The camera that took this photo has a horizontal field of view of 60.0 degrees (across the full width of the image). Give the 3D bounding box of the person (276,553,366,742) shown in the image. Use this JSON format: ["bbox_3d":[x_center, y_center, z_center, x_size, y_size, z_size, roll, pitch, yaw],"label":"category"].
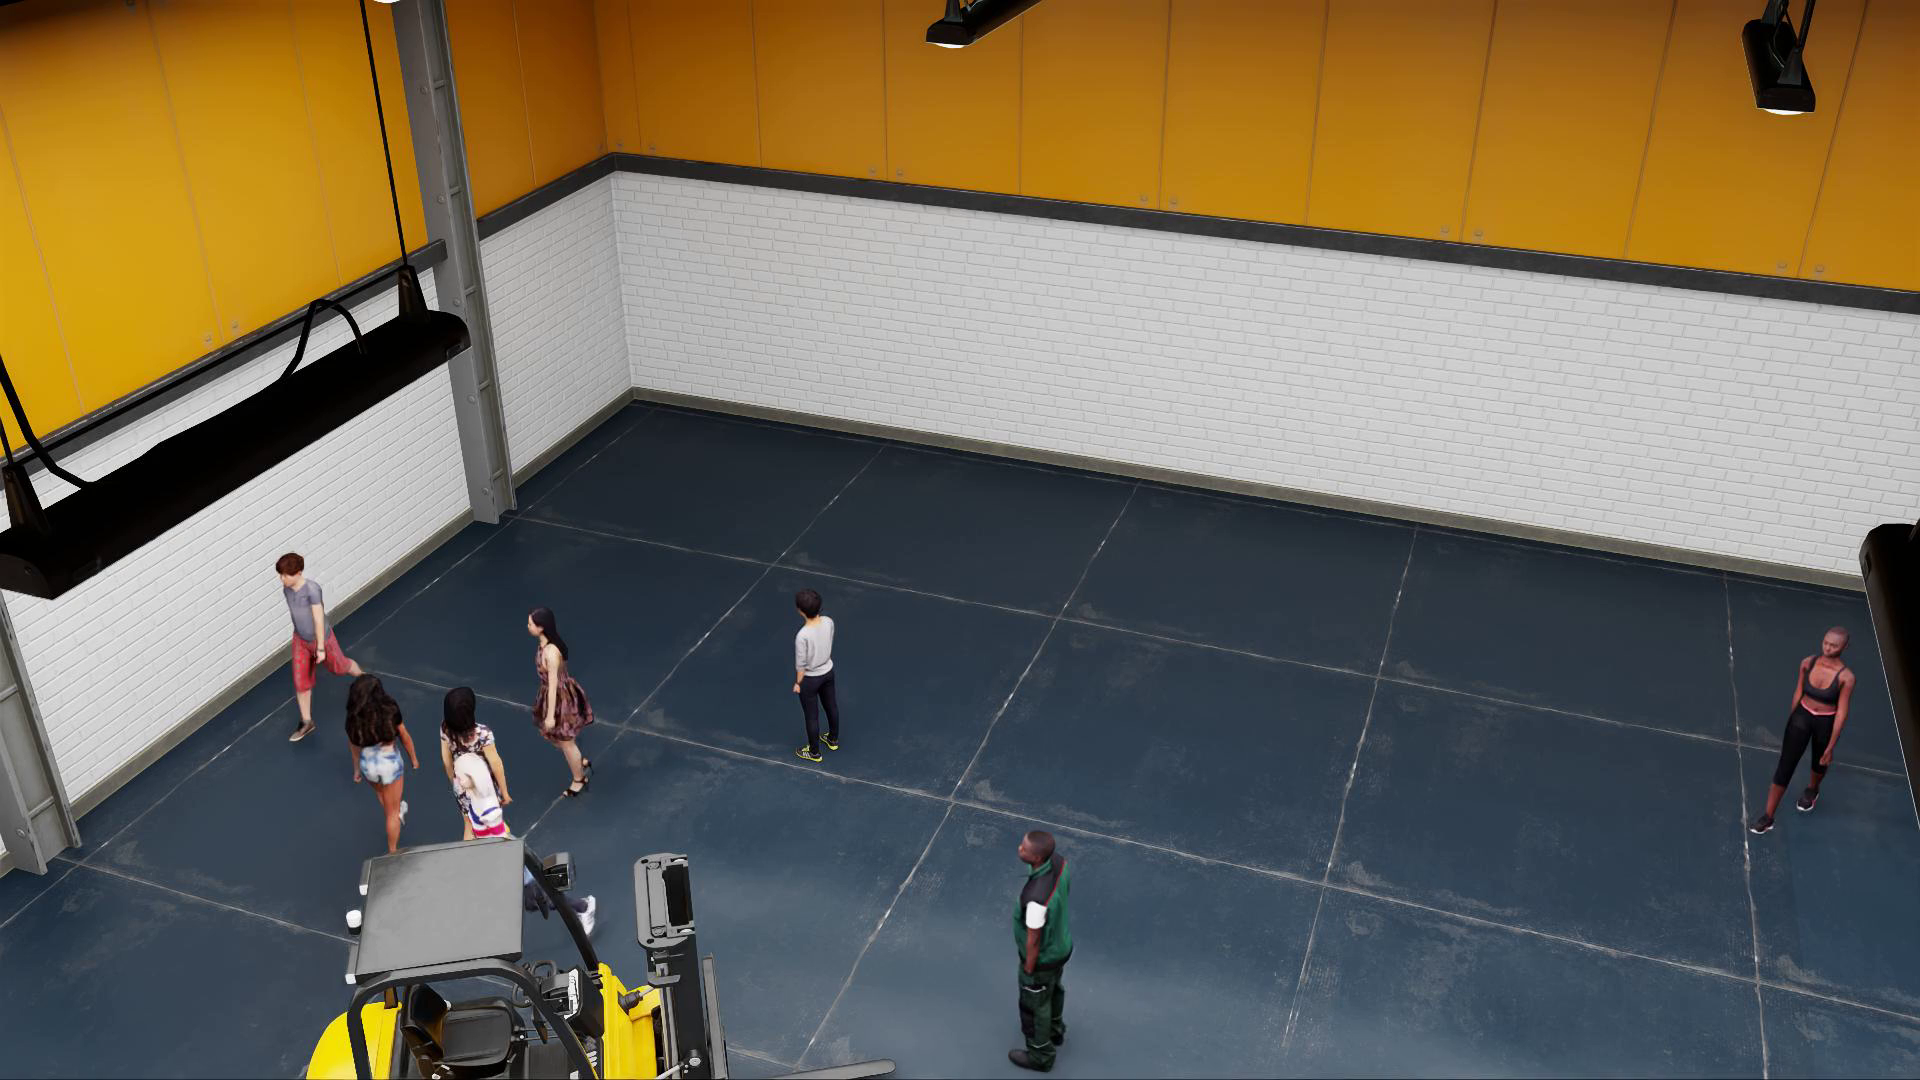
[{"bbox_3d":[-5.367,0.808,14.021,0.560,1.618,1.152,10,30,17],"label":"person"}]

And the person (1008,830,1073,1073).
[{"bbox_3d":[0.528,2.584,10.539,0.726,1.834,0.512,10,30,18],"label":"person"}]

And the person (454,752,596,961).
[{"bbox_3d":[-3.020,2.158,11.403,1.278,1.756,1.120,-19,34,-30],"label":"person"}]

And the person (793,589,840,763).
[{"bbox_3d":[-1.171,1.093,13.567,0.669,1.551,0.532,23,36,36],"label":"person"}]

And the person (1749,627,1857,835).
[{"bbox_3d":[6.621,1.426,12.785,1.250,1.716,0.966,-24,37,-37],"label":"person"}]

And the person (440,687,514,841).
[{"bbox_3d":[-3.512,1.802,12.078,0.610,1.733,0.525,8,30,14],"label":"person"}]

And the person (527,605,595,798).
[{"bbox_3d":[-3.050,1.267,13.029,0.865,1.761,0.804,-13,31,-22],"label":"person"}]

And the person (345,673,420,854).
[{"bbox_3d":[-4.293,1.754,12.305,0.801,1.599,1.033,0,29,0],"label":"person"}]
